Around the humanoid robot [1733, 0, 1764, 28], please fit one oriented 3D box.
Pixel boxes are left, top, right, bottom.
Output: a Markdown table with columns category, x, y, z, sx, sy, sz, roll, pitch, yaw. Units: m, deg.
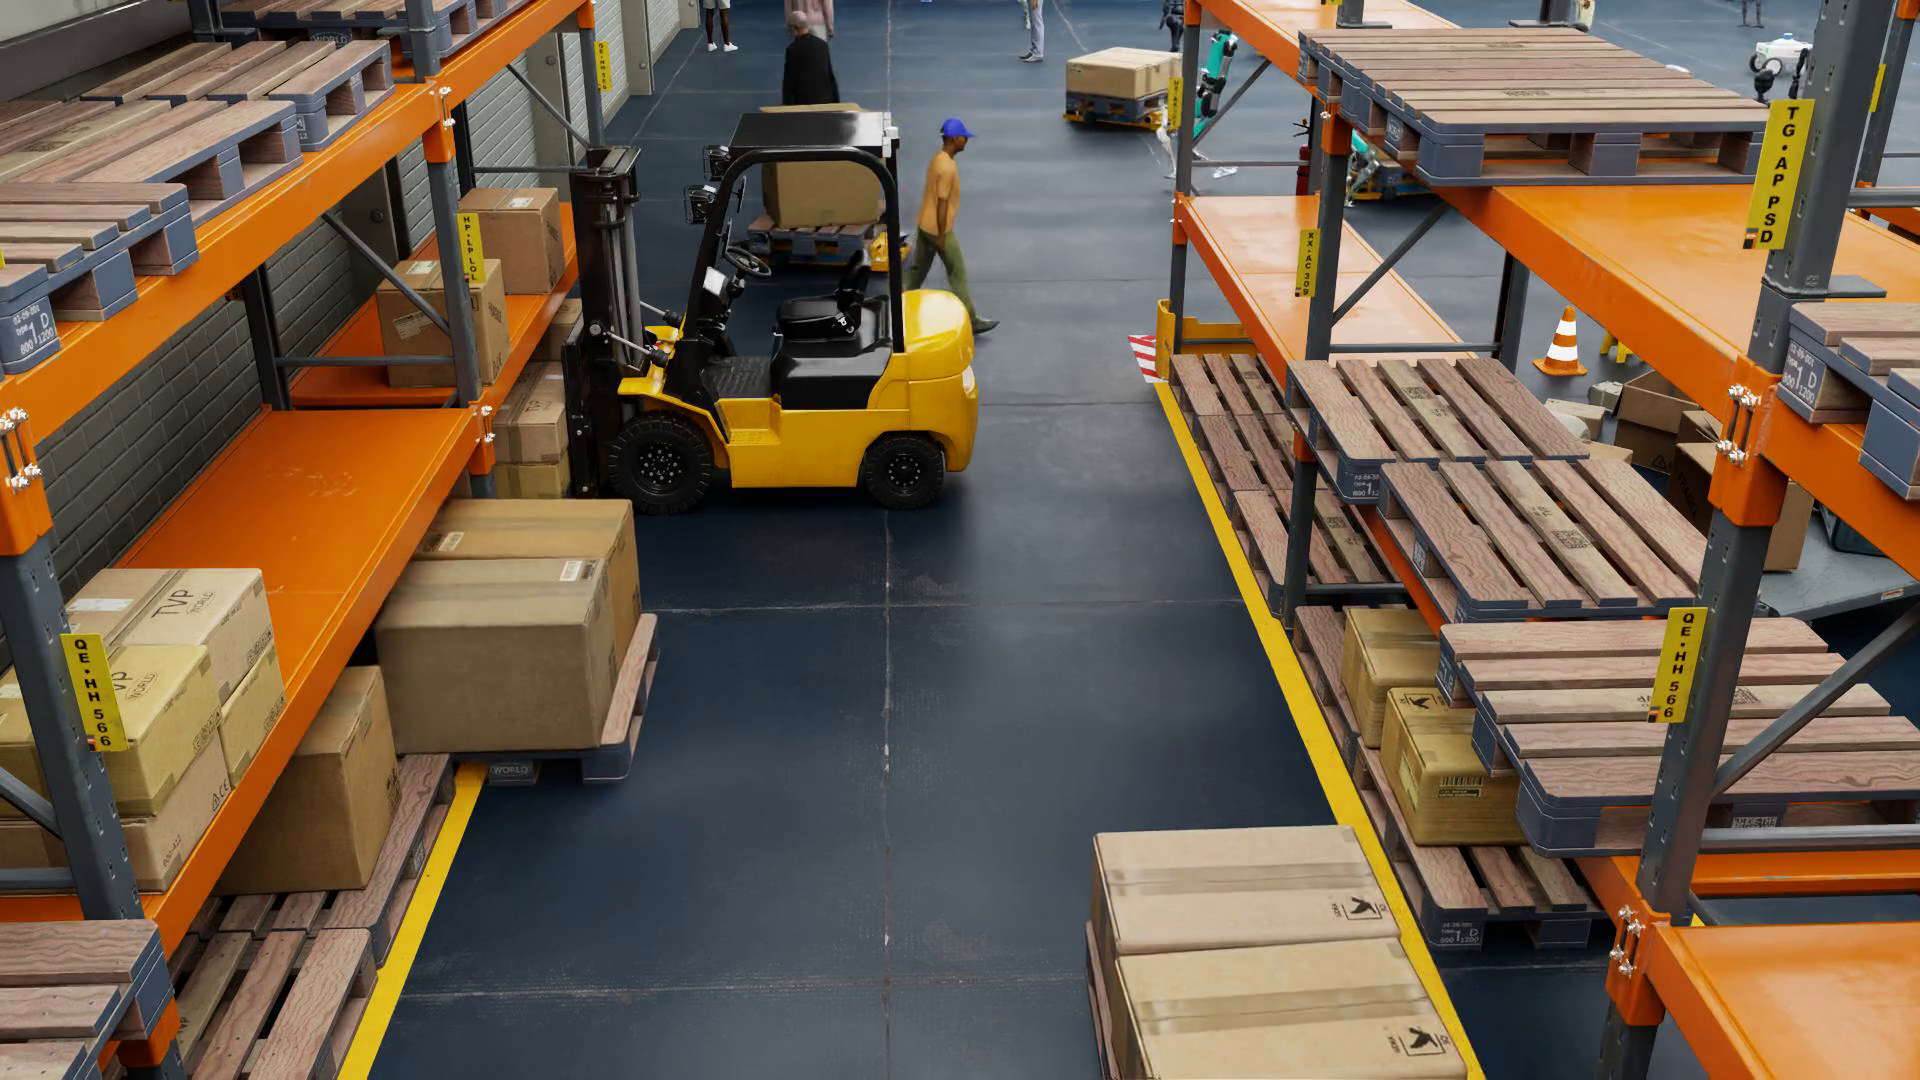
| category | x | y | z | sx | sy | sz | roll | pitch | yaw |
| --- | --- | --- | --- | --- | --- | --- | --- | --- | --- |
| humanoid robot | 13.083 | -9.245 | 27.238 | 0.457 | 1.643 | 0.595 | 13 | 28 | 26 |

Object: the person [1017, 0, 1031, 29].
| category | x | y | z | sx | sy | sz | roll | pitch | yaw |
| --- | --- | --- | --- | --- | --- | --- | --- | --- | --- |
| person | 1.129 | -9.327 | 27.332 | 0.566 | 1.732 | 0.522 | 8 | 27 | 17 |

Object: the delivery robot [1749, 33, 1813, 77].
| category | x | y | z | sx | sy | sz | roll | pitch | yaw |
| --- | --- | --- | --- | --- | --- | --- | --- | --- | --- |
| delivery robot | 11.560 | -6.812 | 23.411 | 0.781 | 0.610 | 0.524 | 0 | 25 | 0 |

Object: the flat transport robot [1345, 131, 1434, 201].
| category | x | y | z | sx | sy | sz | roll | pitch | yaw |
| --- | --- | --- | --- | --- | --- | --- | --- | --- | --- |
| flat transport robot | 4.577 | -3.696 | 17.131 | 1.431 | 0.231 | 0.659 | -5 | 26 | -11 |

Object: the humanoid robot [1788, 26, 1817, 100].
| category | x | y | z | sx | sy | sz | roll | pitch | yaw |
| --- | --- | --- | --- | --- | --- | --- | --- | --- | --- |
| humanoid robot | 8.943 | -4.573 | 17.409 | 0.793 | 1.630 | 0.589 | -12 | 28 | -25 |

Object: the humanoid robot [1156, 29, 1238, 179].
| category | x | y | z | sx | sy | sz | roll | pitch | yaw |
| --- | --- | --- | --- | --- | --- | --- | --- | --- | --- |
| humanoid robot | 2.372 | -4.439 | 16.986 | 0.947 | 1.727 | 0.530 | -4 | 26 | -7 |

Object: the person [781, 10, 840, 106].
| category | x | y | z | sx | sy | sz | roll | pitch | yaw |
| --- | --- | --- | --- | --- | --- | --- | --- | --- | --- |
| person | -1.588 | -4.435 | 16.880 | 0.890 | 1.814 | 0.568 | 21 | 32 | 37 |

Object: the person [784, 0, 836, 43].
| category | x | y | z | sx | sy | sz | roll | pitch | yaw |
| --- | --- | --- | --- | --- | --- | --- | --- | --- | --- |
| person | -1.923 | -6.570 | 21.278 | 0.659 | 1.933 | 0.376 | 10 | 27 | 19 |

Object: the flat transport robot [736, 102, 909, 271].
| category | x | y | z | sx | sy | sz | roll | pitch | yaw |
| --- | --- | --- | --- | --- | --- | --- | --- | --- | --- |
| flat transport robot | -1.217 | -2.596 | 14.800 | 1.431 | 0.231 | 0.659 | 4 | 26 | 9 |

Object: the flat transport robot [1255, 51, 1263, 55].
| category | x | y | z | sx | sy | sz | roll | pitch | yaw |
| --- | --- | --- | --- | --- | --- | --- | --- | --- | --- |
| flat transport robot | 5.132 | -7.425 | 25.028 | 0.659 | 0.231 | 1.431 | 23 | 34 | 40 |

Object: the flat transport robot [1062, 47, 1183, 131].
| category | x | y | z | sx | sy | sz | roll | pitch | yaw |
| --- | --- | --- | --- | --- | --- | --- | --- | --- | --- |
| flat transport robot | 2.032 | -5.208 | 20.332 | 1.431 | 0.231 | 0.659 | 16 | 29 | 30 |

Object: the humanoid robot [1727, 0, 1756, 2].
| category | x | y | z | sx | sy | sz | roll | pitch | yaw |
| --- | --- | --- | --- | --- | --- | --- | --- | --- | --- |
| humanoid robot | 14.326 | -10.606 | 30.118 | 0.510 | 1.642 | 0.601 | 22 | 33 | 38 |

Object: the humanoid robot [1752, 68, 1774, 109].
| category | x | y | z | sx | sy | sz | roll | pitch | yaw |
| --- | --- | --- | --- | --- | --- | --- | --- | --- | --- |
| humanoid robot | 6.927 | -3.300 | 14.637 | 0.600 | 1.638 | 0.404 | 8 | 26 | 16 |

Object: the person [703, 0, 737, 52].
| category | x | y | z | sx | sy | sz | roll | pitch | yaw |
| --- | --- | --- | --- | --- | --- | --- | --- | --- | --- |
| person | -3.680 | -8.348 | 25.076 | 0.544 | 1.899 | 0.377 | 7 | 26 | 15 |

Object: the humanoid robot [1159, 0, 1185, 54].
| category | x | y | z | sx | sy | sz | roll | pitch | yaw |
| --- | --- | --- | --- | --- | --- | --- | --- | --- | --- |
| humanoid robot | 3.083 | -7.358 | 23.308 | 0.610 | 1.642 | 0.749 | -20 | 32 | -36 |

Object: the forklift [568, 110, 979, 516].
| category | x | y | z | sx | sy | sz | roll | pitch | yaw |
| --- | --- | --- | --- | --- | --- | --- | --- | --- | --- |
| forklift | -1.043 | -1.379 | 9.976 | 2.313 | 2.155 | 1.214 | -1 | 25 | -2 |

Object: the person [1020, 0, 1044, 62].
| category | x | y | z | sx | sy | sz | roll | pitch | yaw |
| --- | --- | --- | --- | --- | --- | --- | --- | --- | --- |
| person | 1.103 | -7.921 | 24.240 | 0.389 | 1.837 | 0.562 | -3 | 25 | -6 |

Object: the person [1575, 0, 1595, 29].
| category | x | y | z | sx | sy | sz | roll | pitch | yaw |
| --- | --- | --- | --- | --- | --- | --- | --- | --- | --- |
| person | 9.033 | -7.813 | 23.993 | 0.455 | 1.858 | 0.663 | -1 | 25 | -2 |

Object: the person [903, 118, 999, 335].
| category | x | y | z | sx | sy | sz | roll | pitch | yaw |
| --- | --- | --- | --- | --- | --- | --- | --- | --- | --- |
| person | -0.120 | -2.339 | 12.605 | 0.870 | 1.669 | 0.441 | -8 | 26 | -17 |

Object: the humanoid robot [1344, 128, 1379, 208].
| category | x | y | z | sx | sy | sz | roll | pitch | yaw |
| --- | --- | --- | --- | --- | --- | --- | --- | --- | --- |
| humanoid robot | 3.783 | -3.950 | 15.956 | 0.532 | 1.793 | 0.758 | -22 | 33 | -39 |

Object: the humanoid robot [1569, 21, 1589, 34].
| category | x | y | z | sx | sy | sz | roll | pitch | yaw |
| --- | --- | --- | --- | --- | --- | --- | --- | --- | --- |
| humanoid robot | 6.290 | -4.535 | 17.283 | 0.598 | 1.629 | 0.617 | -18 | 31 | -33 |

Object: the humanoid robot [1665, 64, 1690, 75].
| category | x | y | z | sx | sy | sz | roll | pitch | yaw |
| --- | --- | --- | --- | --- | --- | --- | --- | --- | --- |
| humanoid robot | 6.107 | -3.052 | 14.160 | 0.706 | 1.899 | 0.542 | 16 | 30 | 31 |
